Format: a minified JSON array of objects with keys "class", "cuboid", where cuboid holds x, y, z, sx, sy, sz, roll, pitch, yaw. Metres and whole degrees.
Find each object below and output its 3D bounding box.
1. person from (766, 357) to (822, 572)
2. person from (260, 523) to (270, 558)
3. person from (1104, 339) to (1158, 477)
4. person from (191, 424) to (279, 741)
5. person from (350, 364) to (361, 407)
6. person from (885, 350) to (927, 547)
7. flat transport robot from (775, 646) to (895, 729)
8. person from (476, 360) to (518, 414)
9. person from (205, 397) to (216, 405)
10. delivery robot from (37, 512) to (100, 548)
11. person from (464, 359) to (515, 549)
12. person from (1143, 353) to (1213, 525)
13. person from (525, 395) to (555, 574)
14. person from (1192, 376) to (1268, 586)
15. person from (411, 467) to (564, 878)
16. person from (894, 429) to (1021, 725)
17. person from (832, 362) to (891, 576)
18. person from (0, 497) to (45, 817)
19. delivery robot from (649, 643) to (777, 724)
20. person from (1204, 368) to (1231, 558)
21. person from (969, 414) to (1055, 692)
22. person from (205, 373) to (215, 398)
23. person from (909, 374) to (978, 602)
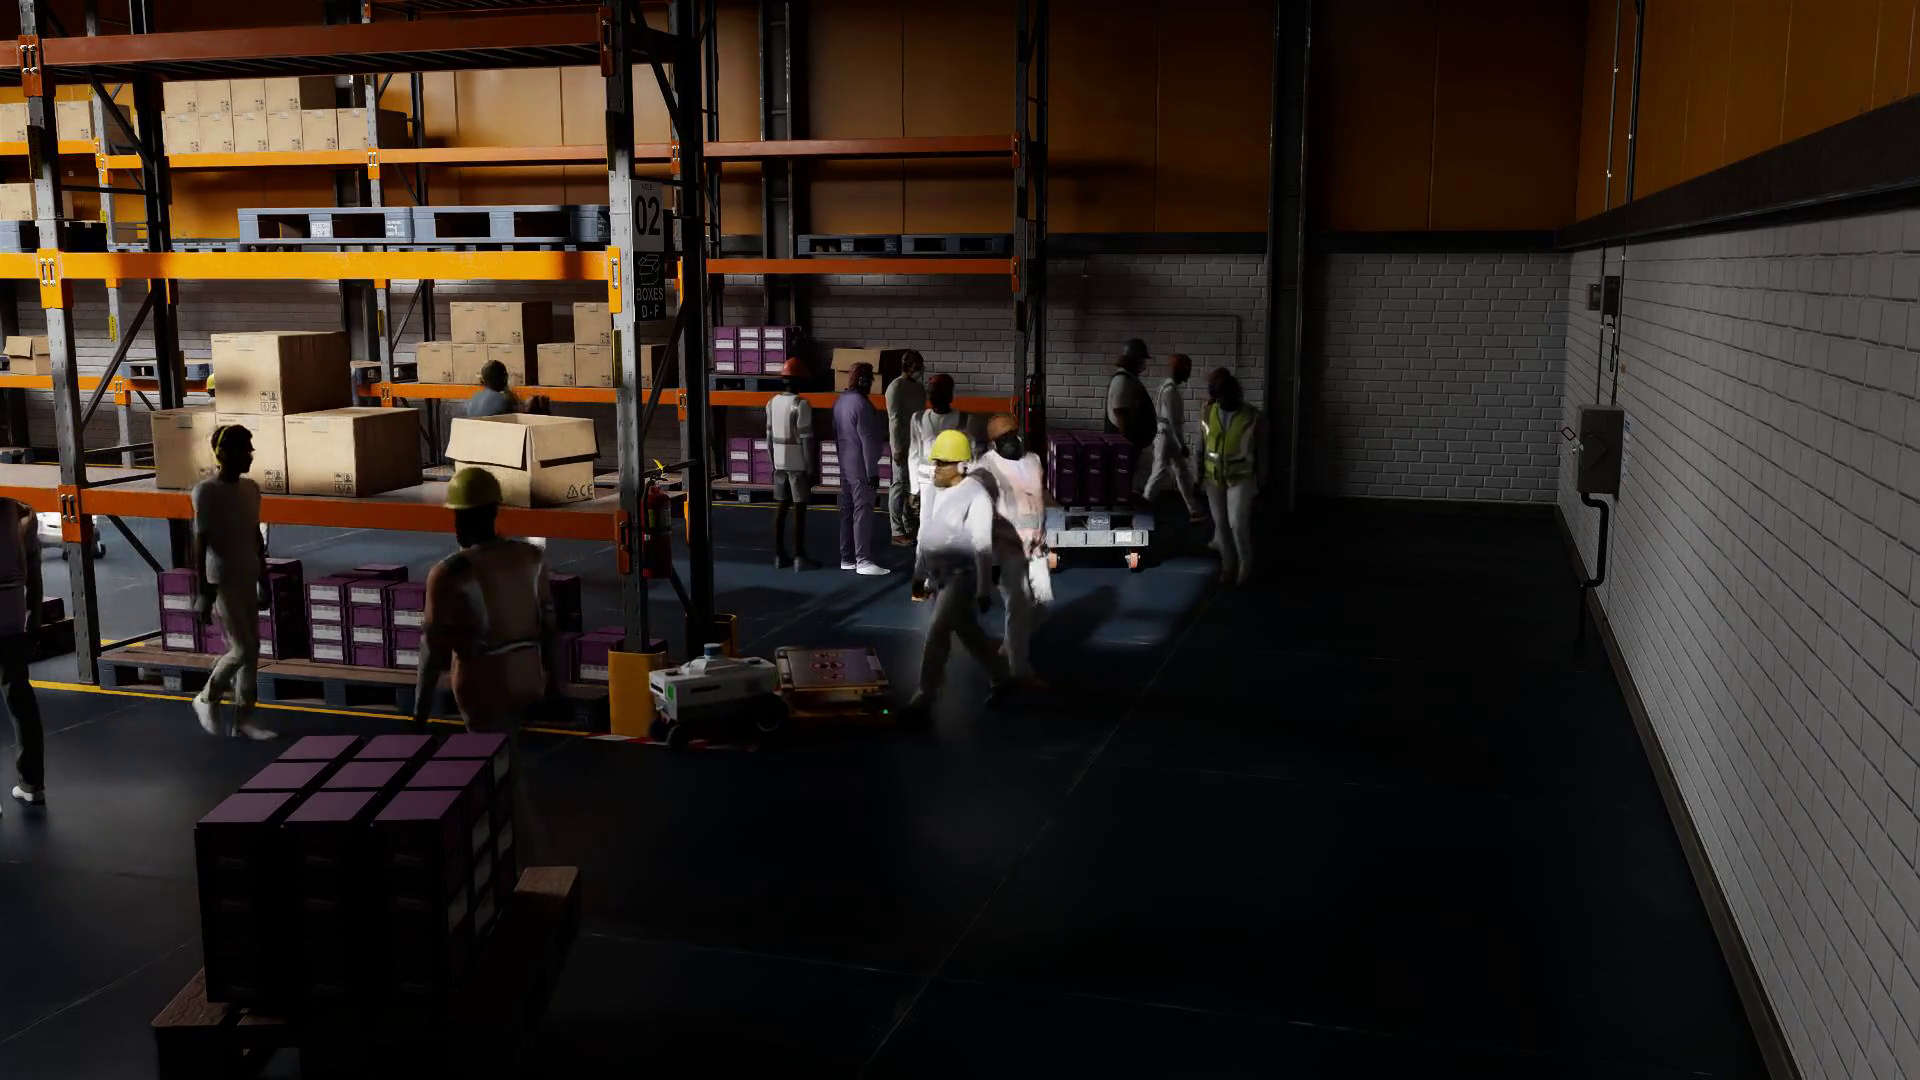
[{"class":"person","cuboid":[-1.492,-0.683,15.048,0.551,1.932,0.378,8,12,41]},{"class":"person","cuboid":[-6.608,-0.727,15.301,0.635,1.938,0.360,8,12,40]},{"class":"person","cuboid":[1.742,-1.048,16.954,0.539,2.000,0.692,2,9,10]},{"class":"person","cuboid":[-4.162,0.260,9.544,0.429,1.854,0.556,3,10,18]},{"class":"person","cuboid":[-7.566,-1.517,20.112,0.633,1.938,0.512,-3,10,-19]},{"class":"person","cuboid":[-0.503,-0.911,16.447,0.371,1.934,0.627,4,10,24]},{"class":"flat transport robot","cuboid":[-0.814,0.900,10.459,0.652,0.197,1.431,-1,9,-9]},{"class":"person","cuboid":[-4.636,-0.935,16.960,0.658,1.809,0.602,1,9,6]},{"class":"person","cuboid":[-5.752,-0.266,13.145,0.581,1.723,0.495,2,10,12]},{"class":"delivery robot","cuboid":[-8.402,-0.129,15.584,0.707,0.478,0.477,6,11,32]},{"class":"person","cuboid":[-4.179,-0.645,14.832,0.636,1.925,0.557,9,13,43]},{"class":"person","cuboid":[2.272,-1.048,17.574,0.863,1.836,0.603,3,10,15]},{"class":"person","cuboid":[-3.677,-0.448,14.516,0.310,1.638,0.522,-4,10,-21]},{"class":"person","cuboid":[2.313,-0.504,14.342,0.639,1.812,0.575,5,10,26]},{"class":"person","cuboid":[-2.106,0.628,7.185,0.925,1.884,0.617,6,11,33]},{"class":"person","cuboid":[0.007,0.205,10.100,0.921,1.789,0.597,-5,11,-28]},{"class":"person","cuboid":[-0.880,-0.639,14.874,0.408,1.906,0.638,-5,11,-30]},{"class":"person","cuboid":[-4.876,0.427,8.306,0.368,1.926,0.594,5,10,27]},{"class":"delivery robot","cuboid":[-1.432,0.843,9.657,0.707,0.478,0.477,-6,11,-32]},{"class":"person","cuboid":[2.473,-0.750,15.886,0.433,1.807,0.745,0,9,-1]},{"class":"person","cuboid":[0.367,0.082,10.773,0.479,1.807,0.649,8,12,40]},{"class":"person","cuboid":[-6.920,-0.697,15.638,0.299,1.772,0.530,9,13,44]},{"class":"person","cuboid":[-0.145,-0.417,13.589,0.575,1.881,0.356,3,10,17]}]
